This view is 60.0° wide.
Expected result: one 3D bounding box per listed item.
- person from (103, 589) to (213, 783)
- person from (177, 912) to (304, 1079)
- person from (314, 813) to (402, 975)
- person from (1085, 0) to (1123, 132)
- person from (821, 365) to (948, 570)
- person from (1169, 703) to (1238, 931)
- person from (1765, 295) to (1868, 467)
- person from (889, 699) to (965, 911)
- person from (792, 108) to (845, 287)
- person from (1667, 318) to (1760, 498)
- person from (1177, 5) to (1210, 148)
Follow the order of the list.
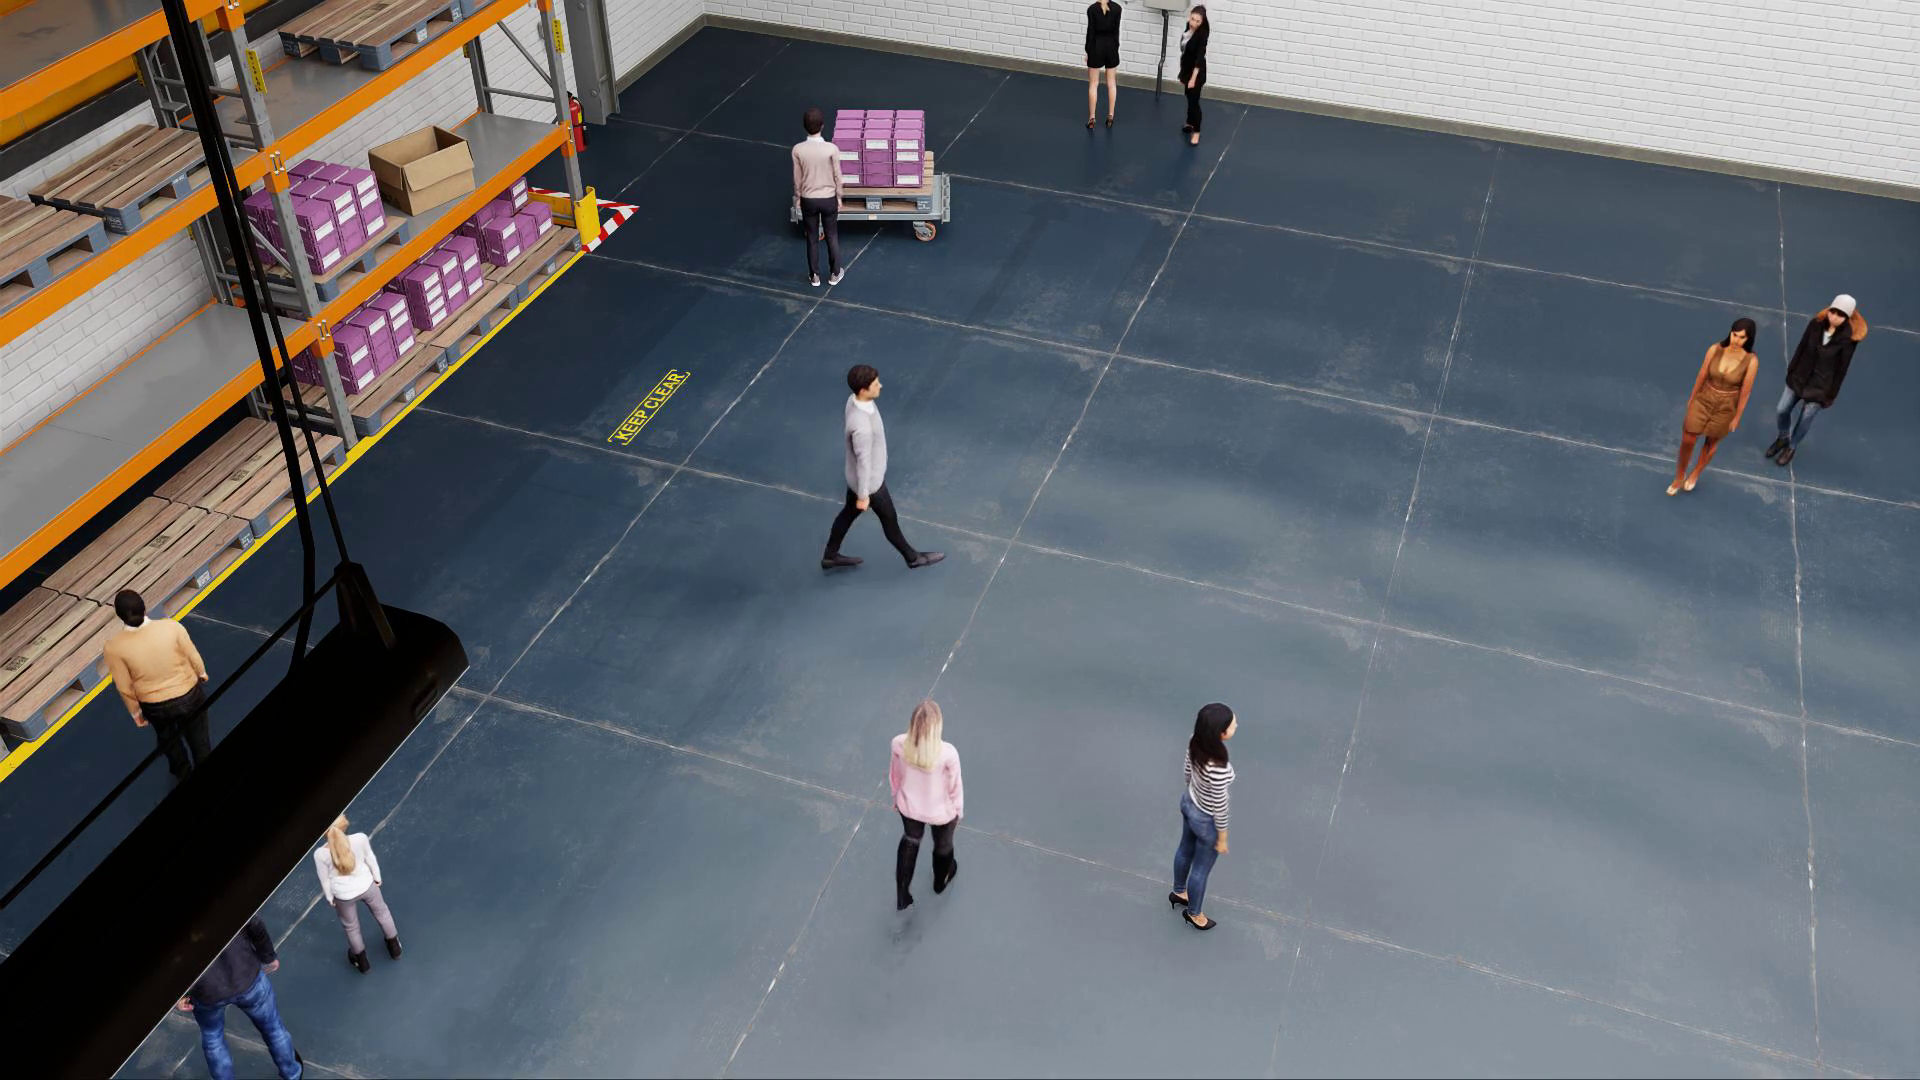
[{"bbox_3d":[-5.094,1.063,10.743,0.903,1.736,0.964,-15,41,-18],"label":"person"},{"bbox_3d":[-3.987,2.382,8.988,0.834,1.866,0.896,-17,42,-20],"label":"person"},{"bbox_3d":[-3.590,2.068,9.855,0.554,1.276,0.625,-22,43,-25],"label":"person"},{"bbox_3d":[1.618,-5.554,19.004,0.652,1.767,0.680,-8,39,-9],"label":"person"},{"bbox_3d":[-0.798,-0.483,12.573,1.202,1.869,1.293,-6,39,-7],"label":"person"},{"bbox_3d":[1.454,1.656,9.952,0.700,1.797,0.609,-11,40,-14],"label":"person"},{"bbox_3d":[7.138,-1.356,13.859,0.748,1.627,0.738,-30,47,-32],"label":"person"},{"bbox_3d":[-0.223,1.639,10.068,0.621,1.678,0.844,15,41,18],"label":"person"},{"bbox_3d":[-1.379,-3.325,16.180,0.687,1.808,0.662,1,39,1],"label":"person"},{"bbox_3d":[6.165,-1.108,13.511,0.679,1.676,0.722,25,45,28],"label":"person"},{"bbox_3d":[2.649,-5.301,18.795,0.854,1.633,0.713,0,39,0],"label":"person"}]
